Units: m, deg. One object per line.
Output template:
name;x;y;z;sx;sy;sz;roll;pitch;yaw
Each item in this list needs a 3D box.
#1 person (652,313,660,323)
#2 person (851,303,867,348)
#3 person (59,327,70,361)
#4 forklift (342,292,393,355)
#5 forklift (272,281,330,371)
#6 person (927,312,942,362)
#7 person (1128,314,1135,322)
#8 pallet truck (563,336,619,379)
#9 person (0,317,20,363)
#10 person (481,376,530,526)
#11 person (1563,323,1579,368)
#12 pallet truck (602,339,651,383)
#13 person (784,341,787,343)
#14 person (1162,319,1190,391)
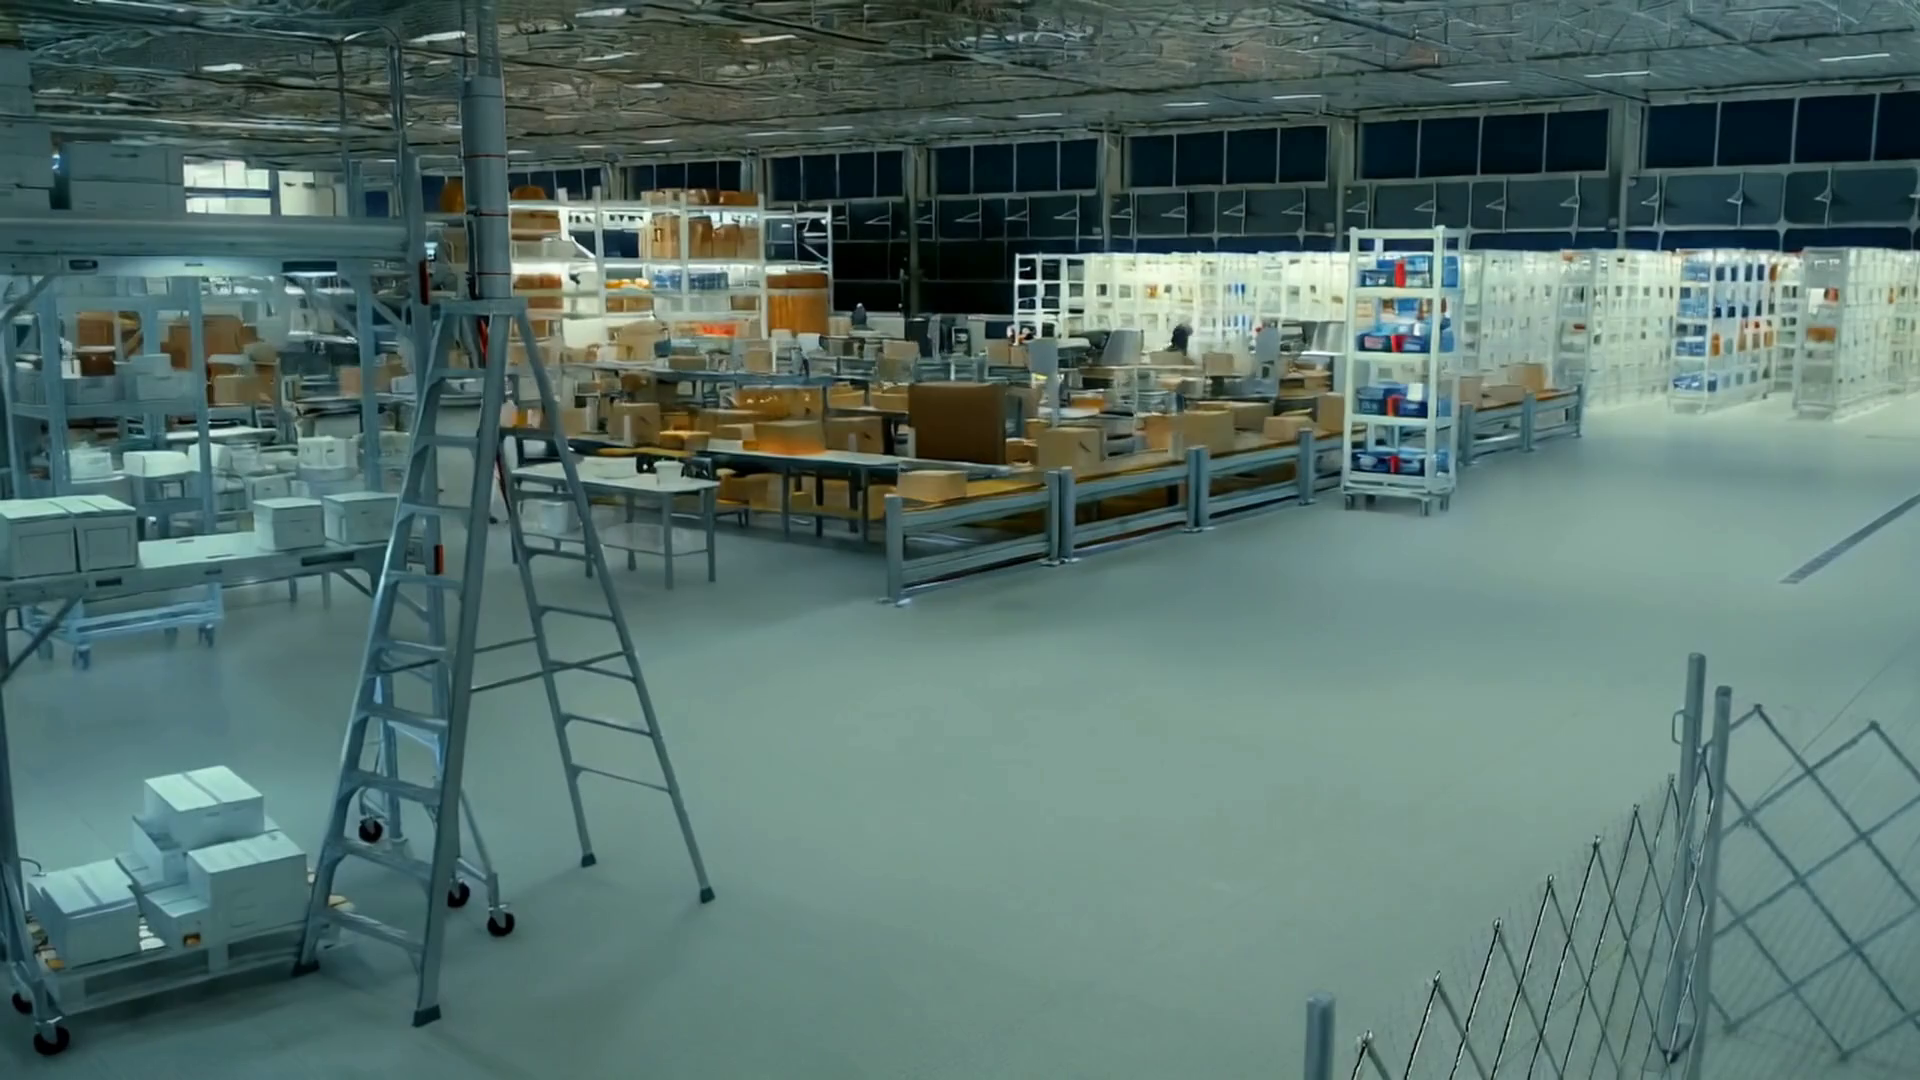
person;-9.649;-6.335;53.010;0.949;1.783;0.604;8;12;42
person;-4.112;-8.753;67.891;0.656;1.860;0.981;-1;9;-9
person;-23.122;-4.665;42.854;0.401;1.676;0.551;-2;9;-15
forklift;-16.485;-5.622;45.120;1.129;2.768;1.873;7;11;37
forklift;-18.529;-5.762;45.991;1.129;2.768;1.873;7;11;37
person;-0.874;-6.841;56.243;0.573;1.746;0.345;-6;11;-35
person;5.235;-6.098;51.430;0.936;1.797;0.595;3;10;21
pallet truck;-10.690;-5.294;48.215;1.601;1.201;0.680;-5;10;-26
person;-31.051;-6.612;54.378;0.630;1.889;0.668;-8;12;-41
person;-5.463;-1.048;19.904;1.003;1.808;0.544;7;11;37
person;19.823;-6.444;53.595;0.777;1.809;0.599;5;10;27
pallet truck;-8.991;-4.871;45.351;0.653;1.274;1.630;7;11;37
person;-7.148;-9.068;69.730;0.925;1.889;0.545;-9;13;-44
person;5.702;-4.758;42.855;0.921;1.877;0.627;7;11;36
